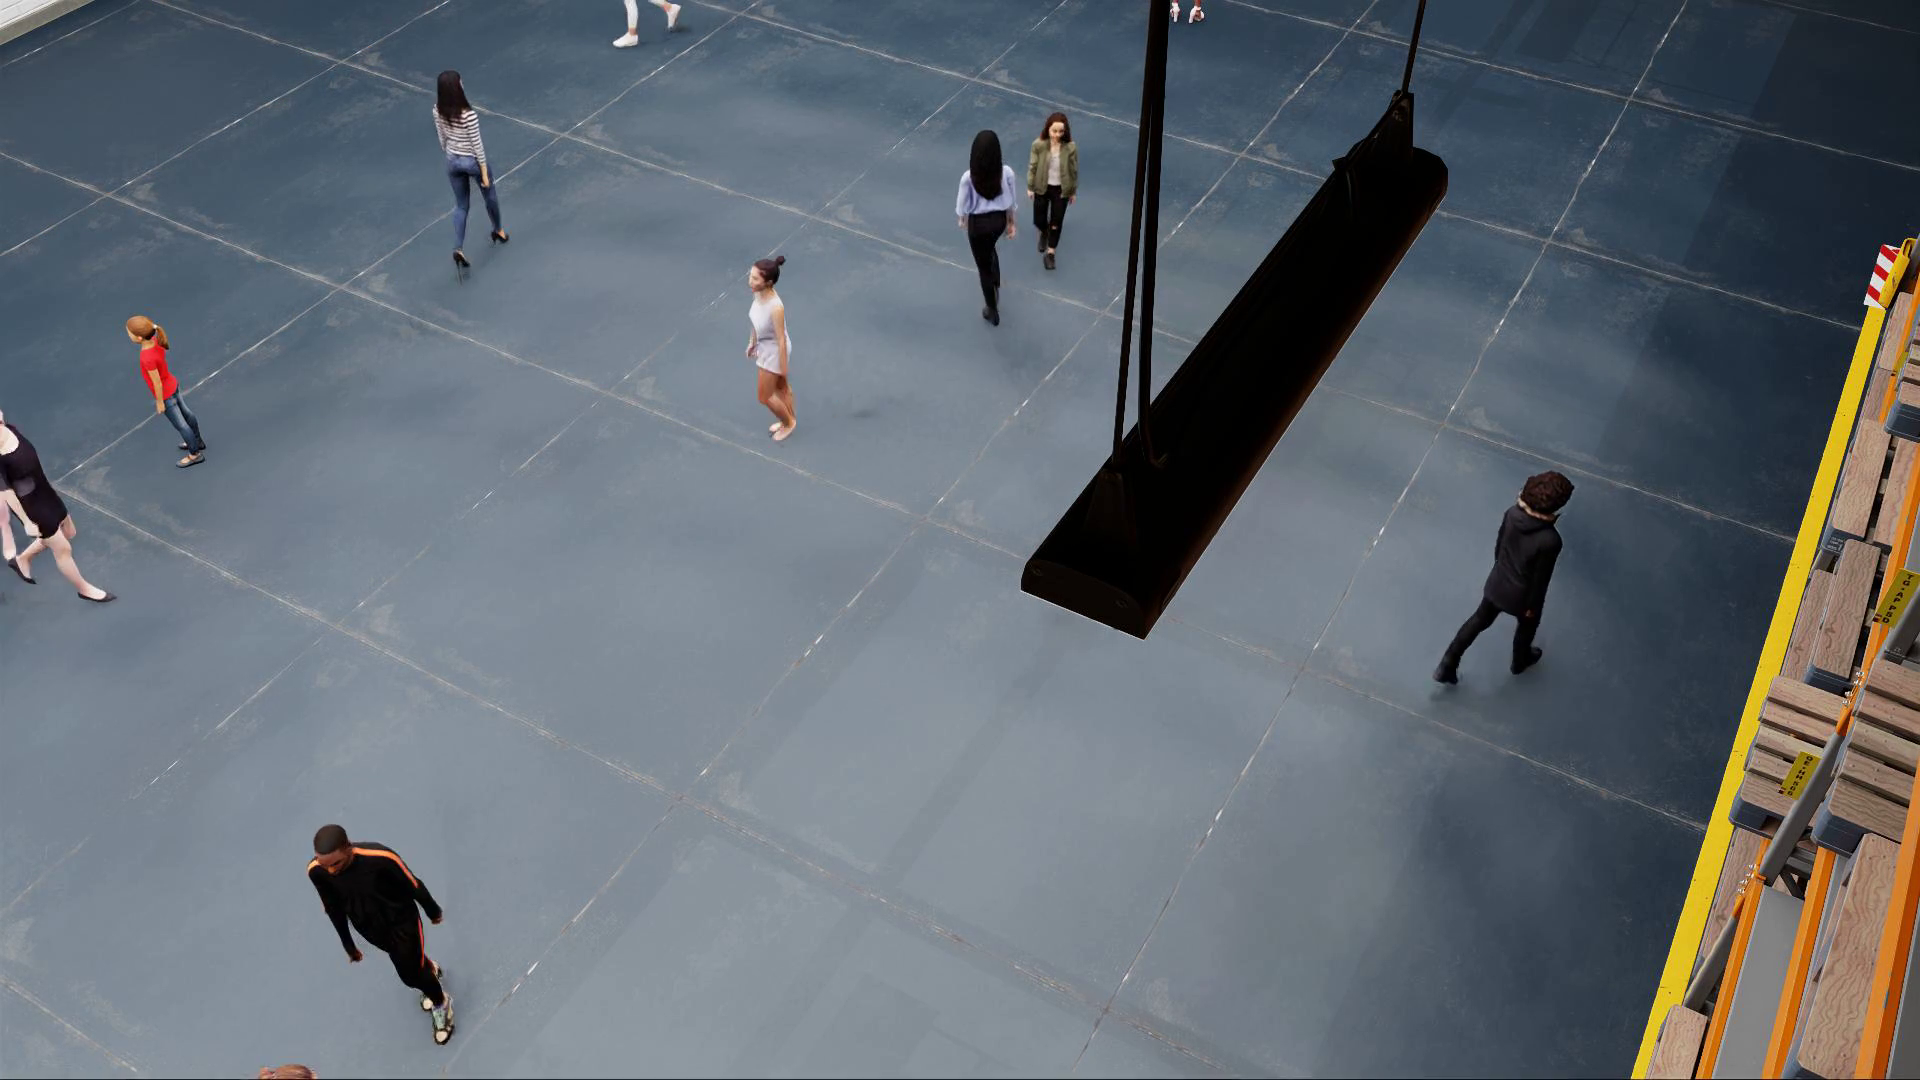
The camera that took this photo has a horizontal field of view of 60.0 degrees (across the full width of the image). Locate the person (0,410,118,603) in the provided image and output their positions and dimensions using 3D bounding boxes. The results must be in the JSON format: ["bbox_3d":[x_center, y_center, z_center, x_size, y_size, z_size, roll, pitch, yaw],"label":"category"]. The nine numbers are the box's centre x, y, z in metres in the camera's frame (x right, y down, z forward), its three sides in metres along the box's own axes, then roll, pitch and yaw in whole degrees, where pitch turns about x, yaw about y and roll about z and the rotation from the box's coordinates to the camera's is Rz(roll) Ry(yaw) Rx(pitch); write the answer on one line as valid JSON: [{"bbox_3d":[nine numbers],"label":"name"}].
[{"bbox_3d":[-6.279,-0.222,11.142,0.932,1.815,0.942,-2,44,-2],"label":"person"}]

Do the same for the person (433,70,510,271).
[{"bbox_3d":[-4.274,-3.123,14.220,0.775,1.769,1.084,11,45,11],"label":"person"}]

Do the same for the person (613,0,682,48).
[{"bbox_3d":[-3.320,-5.985,17.288,1.130,1.681,0.984,-18,47,-18],"label":"person"}]

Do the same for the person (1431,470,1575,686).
[{"bbox_3d":[3.490,0.307,10.633,1.222,1.751,1.005,-22,48,-22],"label":"person"}]

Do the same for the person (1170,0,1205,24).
[{"bbox_3d":[2.456,-6.352,17.594,0.592,1.790,0.584,14,45,14],"label":"person"}]

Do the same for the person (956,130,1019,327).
[{"bbox_3d":[0.248,-2.485,13.580,0.778,1.727,0.847,-16,46,-16],"label":"person"}]

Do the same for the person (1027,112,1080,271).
[{"bbox_3d":[0.801,-3.061,14.375,0.713,1.466,0.764,5,44,5],"label":"person"}]

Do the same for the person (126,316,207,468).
[{"bbox_3d":[-5.942,-1.130,12.460,0.640,1.310,0.575,-8,44,-8],"label":"person"}]

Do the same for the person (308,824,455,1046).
[{"bbox_3d":[-3.046,1.944,8.894,0.853,1.779,0.908,-4,44,-4],"label":"person"}]

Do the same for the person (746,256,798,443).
[{"bbox_3d":[-1.346,-1.462,12.606,0.718,1.591,0.669,-17,46,-17],"label":"person"}]
